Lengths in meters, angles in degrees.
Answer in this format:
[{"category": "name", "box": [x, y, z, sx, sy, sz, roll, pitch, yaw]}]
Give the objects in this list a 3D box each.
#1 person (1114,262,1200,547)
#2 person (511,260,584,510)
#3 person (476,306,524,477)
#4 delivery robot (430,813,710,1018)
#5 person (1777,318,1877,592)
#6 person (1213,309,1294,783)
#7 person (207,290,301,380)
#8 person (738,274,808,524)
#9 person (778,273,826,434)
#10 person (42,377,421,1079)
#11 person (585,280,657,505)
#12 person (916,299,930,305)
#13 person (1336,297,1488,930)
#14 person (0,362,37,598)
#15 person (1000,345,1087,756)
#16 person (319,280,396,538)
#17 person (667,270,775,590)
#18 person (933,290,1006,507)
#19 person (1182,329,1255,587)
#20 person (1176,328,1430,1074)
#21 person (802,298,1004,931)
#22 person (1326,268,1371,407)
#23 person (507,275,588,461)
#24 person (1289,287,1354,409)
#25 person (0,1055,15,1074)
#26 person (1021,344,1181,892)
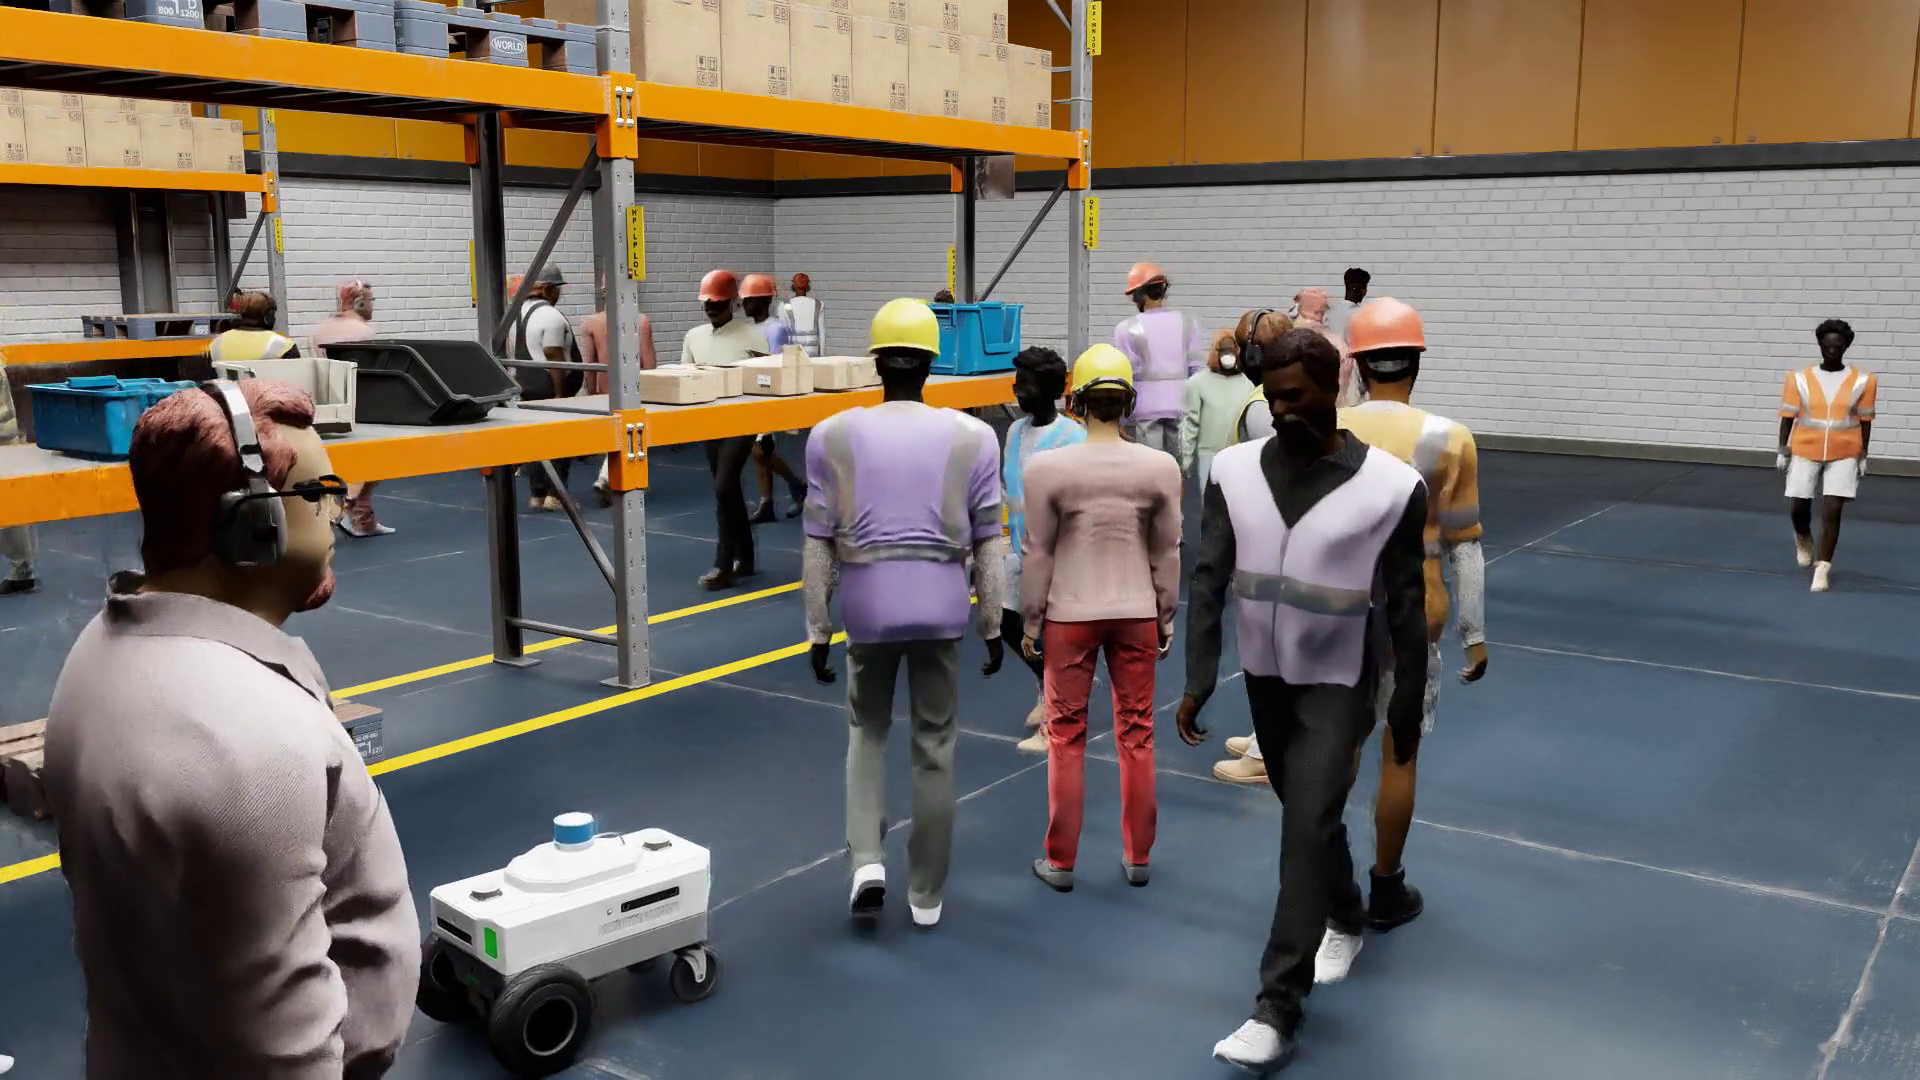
[{"category": "person", "box": [1.341, -0.884, 11.405, 0.655, 2.007, 0.585, -3, 10, -19]}, {"category": "person", "box": [-3.330, -1.262, 13.553, 0.536, 2.000, 0.692, -9, 13, -42]}, {"category": "person", "box": [-4.316, -1.529, 15.525, 0.427, 1.909, 0.602, 3, 10, 19]}, {"category": "delivery robot", "box": [-1.016, 0.968, 4.412, 0.707, 0.478, 0.477, -9, 13, -44]}, {"category": "person", "box": [5.383, -0.543, 10.362, 0.535, 1.676, 0.645, 5, 11, 29]}, {"category": "person", "box": [1.188, 0.026, 6.488, 0.430, 1.841, 0.624, 4, 10, 21]}, {"category": "person", "box": [-4.486, -0.688, 10.756, 0.652, 1.831, 0.462, 2, 10, 13]}, {"category": "person", "box": [-1.470, -1.066, 12.737, 0.505, 1.926, 0.547, -5, 11, -28]}, {"category": "person", "box": [-1.847, -2.173, 19.454, 0.575, 1.883, 0.355, -3, 10, -20]}, {"category": "person", "box": [-0.943, 0.747, 2.061, 0.611, 1.890, 0.651, -8, 12, -39]}, {"category": "person", "box": [-2.863, -1.282, 13.939, 0.613, 1.959, 0.960, 4, 10, 24]}, {"category": "person", "box": [-0.346, -0.876, 12.141, 0.548, 1.756, 0.387, -8, 12, -38]}, {"category": "person", "box": [1.298, 0.230, 5.049, 0.579, 1.913, 0.404, 7, 12, 35]}, {"category": "person", "box": [-5.898, -0.516, 9.807, 0.588, 1.799, 0.749, 8, 13, 41]}, {"category": "person", "box": [0.345, 0.049, 6.796, 0.357, 1.683, 0.541, -7, 12, -35]}, {"category": "person", "box": [-4.373, -0.926, 12.001, 0.655, 1.891, 0.522, 8, 12, 40]}, {"category": "person", "box": [-1.526, -0.684, 10.353, 0.612, 1.960, 0.849, 6, 11, 31]}, {"category": "person", "box": [0.061, -0.881, 11.934, 0.880, 1.834, 0.507, -3, 10, -18]}, {"category": "person", "box": [1.633, -0.471, 10.117, 0.513, 1.597, 0.759, 0, 10, -2]}, {"category": "person", "box": [0.907, 0.376, 4.380, 0.577, 1.857, 1.031, 7, 12, 38]}, {"category": "person", "box": [-0.166, 0.229, 5.062, 0.603, 1.909, 0.445, 0, 10, 1]}, {"category": "person", "box": [3.714, -1.607, 15.854, 0.377, 1.959, 0.603, -3, 10, -19]}, {"category": "person", "box": [-4.108, -1.679, 16.516, 0.833, 1.882, 0.594, 3, 10, 18]}, {"category": "person", "box": [2.109, -0.572, 9.984, 0.656, 1.862, 0.597, -7, 12, -34]}, {"category": "person", "box": [-2.401, 0.564, 3.874, 0.306, 1.639, 0.524, -8, 12, -39]}, {"category": "person", "box": [0.449, 0.254, 5.371, 0.523, 1.764, 0.334, -2, 10, -10]}]
